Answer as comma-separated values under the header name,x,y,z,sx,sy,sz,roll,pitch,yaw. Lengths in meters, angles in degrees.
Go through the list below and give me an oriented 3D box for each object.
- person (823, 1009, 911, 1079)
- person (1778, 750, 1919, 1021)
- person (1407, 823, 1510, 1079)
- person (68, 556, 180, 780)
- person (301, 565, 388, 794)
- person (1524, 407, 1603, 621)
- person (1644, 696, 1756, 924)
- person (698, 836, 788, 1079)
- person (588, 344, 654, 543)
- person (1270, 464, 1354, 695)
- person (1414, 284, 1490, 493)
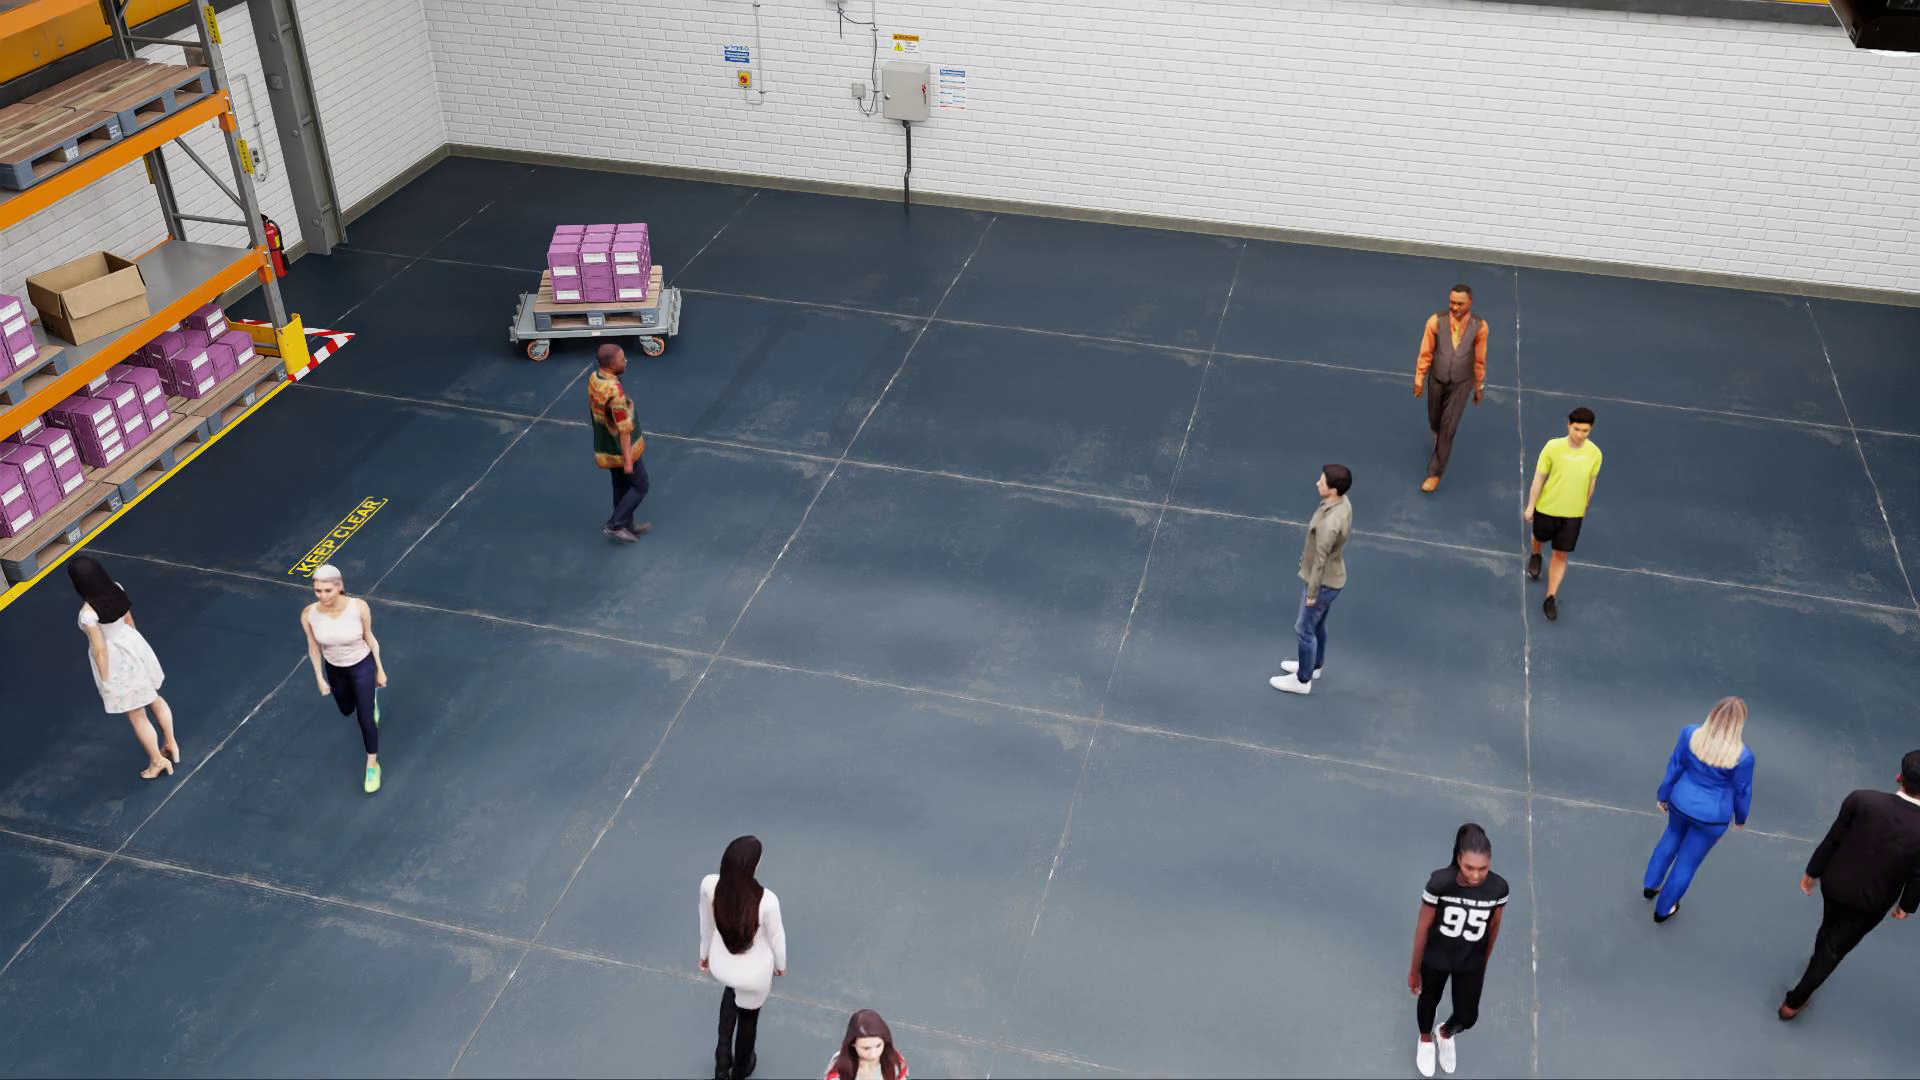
name,x,y,z,sx,sy,sz,roll,pitch,yaw
person,-0.493,2.842,8.236,0.734,1.604,0.771,-9,35,-14
person,4.963,2.009,9.274,1.070,1.841,0.978,-28,43,-36
person,2.664,2.211,9.083,0.638,1.716,0.661,4,34,7
person,-5.574,0.846,11.086,0.719,1.773,0.587,6,34,9
person,-4.084,0.830,11.193,0.875,1.680,1.122,-5,34,-8
person,4.640,-0.311,12.920,0.634,1.668,1.091,8,34,11
person,4.369,1.660,9.937,0.763,1.689,0.728,-25,41,-32
person,-1.205,2.336,8.830,0.652,1.788,0.611,9,35,14
person,-2.845,-0.747,13.460,0.886,1.797,0.832,-19,38,-26
person,2.620,0.274,11.865,0.812,1.863,0.627,14,36,20
person,4.250,-1.389,14.370,0.859,1.859,1.267,12,36,18
